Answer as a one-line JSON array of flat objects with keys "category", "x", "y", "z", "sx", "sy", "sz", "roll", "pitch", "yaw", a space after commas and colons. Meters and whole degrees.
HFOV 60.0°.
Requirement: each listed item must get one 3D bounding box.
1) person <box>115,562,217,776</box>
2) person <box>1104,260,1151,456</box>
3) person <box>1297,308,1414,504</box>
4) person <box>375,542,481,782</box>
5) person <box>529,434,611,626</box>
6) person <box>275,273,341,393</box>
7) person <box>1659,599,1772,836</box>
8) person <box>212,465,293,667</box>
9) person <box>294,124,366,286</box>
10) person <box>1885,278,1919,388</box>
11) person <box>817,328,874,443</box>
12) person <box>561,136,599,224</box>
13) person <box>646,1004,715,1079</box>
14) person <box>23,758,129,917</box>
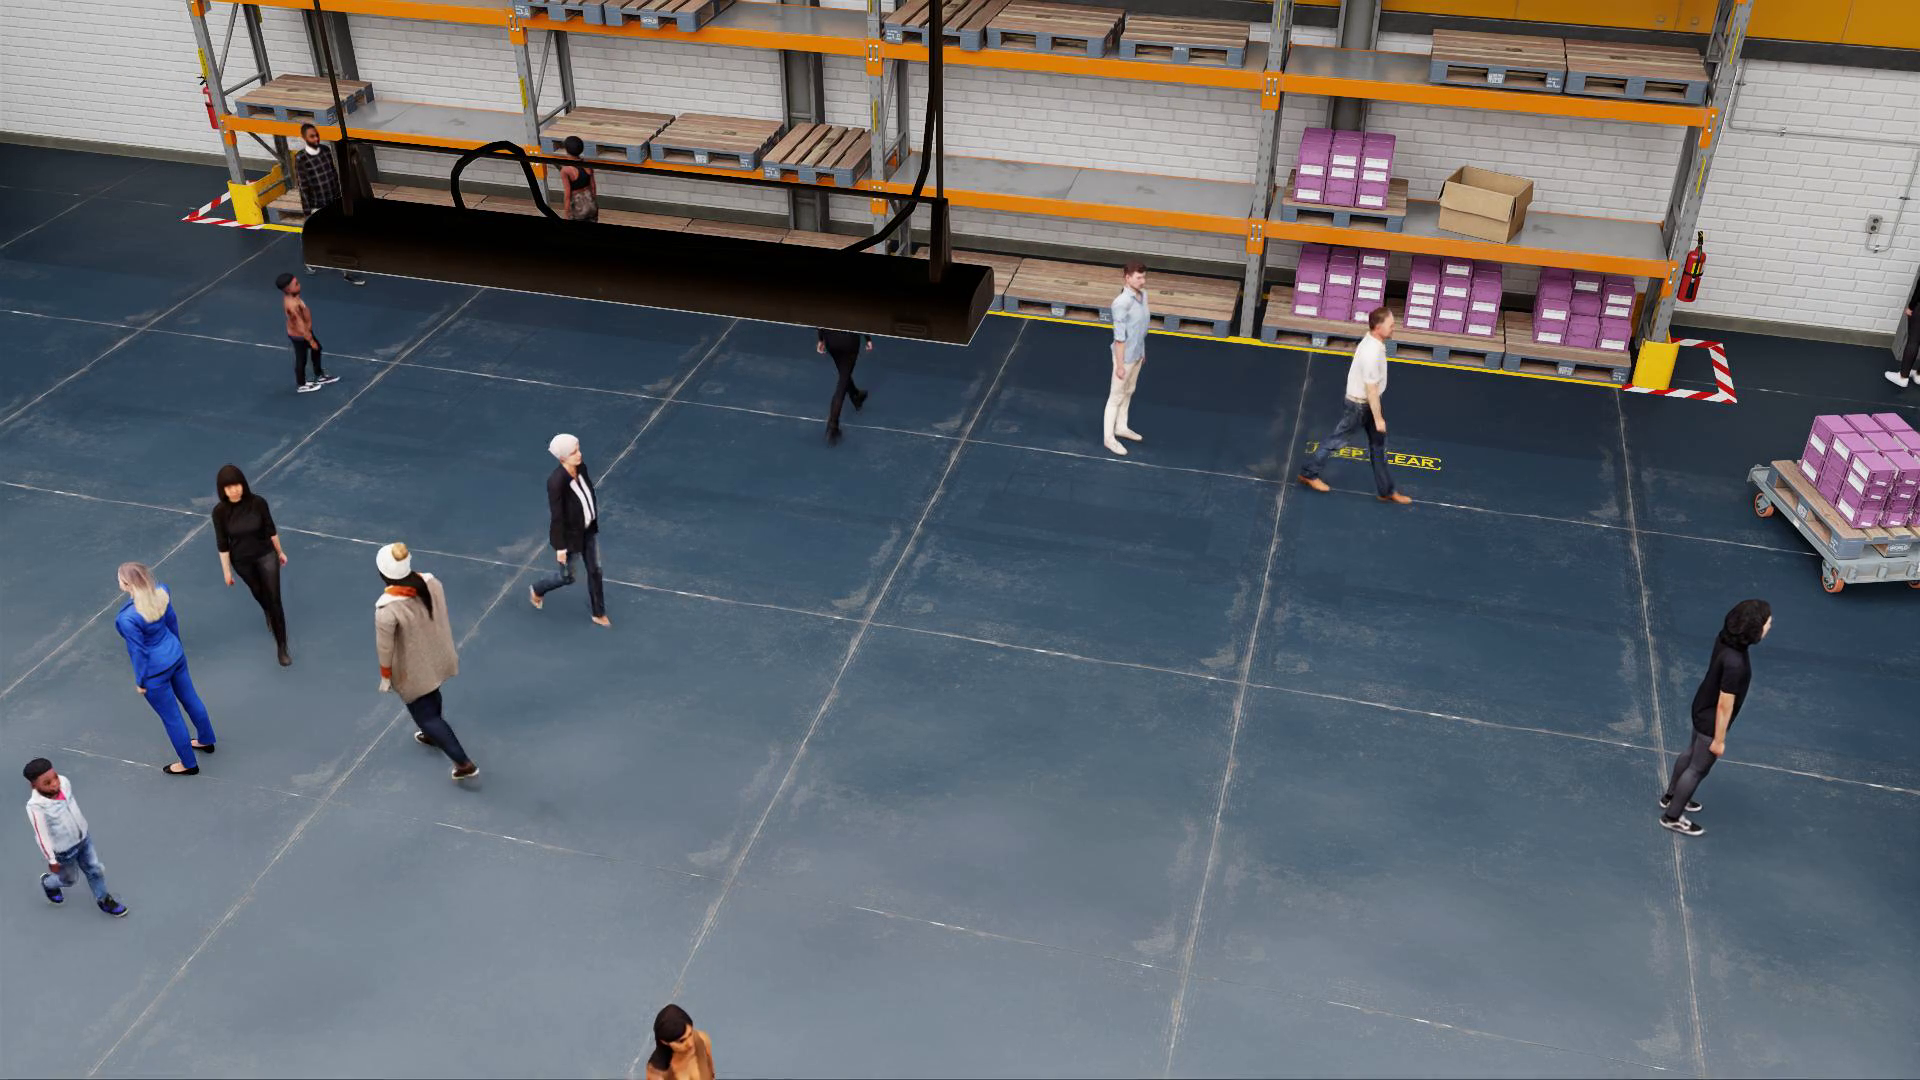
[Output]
[{"category": "person", "x": -5.462, "y": 0.864, "z": 11.404, "sx": 0.561, "sy": 1.701, "sz": 0.633, "roll": 6, "pitch": 34, "yaw": 9}, {"category": "person", "x": 1.526, "y": -1.695, "z": 15.123, "sx": 0.652, "sy": 1.846, "sz": 0.713, "roll": 20, "pitch": 39, "yaw": 27}, {"category": "person", "x": 3.360, "y": -1.148, "z": 14.341, "sx": 1.324, "sy": 1.801, "sz": 0.874, "roll": 17, "pitch": 37, "yaw": 23}, {"category": "person", "x": -3.618, "y": 0.839, "z": 11.283, "sx": 1.141, "sy": 1.877, "sz": 0.890, "roll": 18, "pitch": 38, "yaw": 25}, {"category": "person", "x": -3.077, "y": -0.026, "z": 12.881, "sx": 1.070, "sy": 1.765, "sz": 0.851, "roll": 14, "pitch": 36, "yaw": 20}, {"category": "person", "x": -6.460, "y": -1.988, "z": 16.111, "sx": 0.747, "sy": 1.241, "sz": 0.679, "roll": -10, "pitch": 35, "yaw": -14}, {"category": "person", "x": 4.921, "y": 1.137, "z": 10.879, "sx": 0.527, "sy": 1.827, "sz": 0.641, "roll": 10, "pitch": 35, "yaw": 14}, {"category": "person", "x": -5.367, "y": 0.115, "z": 12.624, "sx": 1.083, "sy": 1.599, "sz": 1.070, "roll": -13, "pitch": 36, "yaw": -18}, {"category": "person", "x": -6.986, "y": -3.672, "z": 18.139, "sx": 1.126, "sy": 1.800, "sz": 0.886, "roll": 20, "pitch": 38, "yaw": 27}, {"category": "person", "x": 9.437, "y": -2.280, "z": 16.149, "sx": 0.610, "sy": 1.685, "sz": 0.739, "roll": -5, "pitch": 34, "yaw": -7}, {"category": "person", "x": -1.111, "y": -1.713, "z": 15.260, "sx": 1.130, "sy": 1.724, "sz": 0.780, "roll": 13, "pitch": 36, "yaw": 18}, {"category": "person", "x": -4.104, "y": -3.585, "z": 18.098, "sx": 0.678, "sy": 1.700, "sz": 0.659, "roll": 28, "pitch": 43, "yaw": 36}, {"category": "person", "x": -1.414, "y": 2.912, "z": 8.348, "sx": 0.954, "sy": 1.673, "sz": 0.747, "roll": 21, "pitch": 39, "yaw": 29}, {"category": "person", "x": -5.601, "y": 1.842, "z": 10.344, "sx": 0.796, "sy": 1.247, "sz": 0.510, "roll": 11, "pitch": 35, "yaw": 16}]
